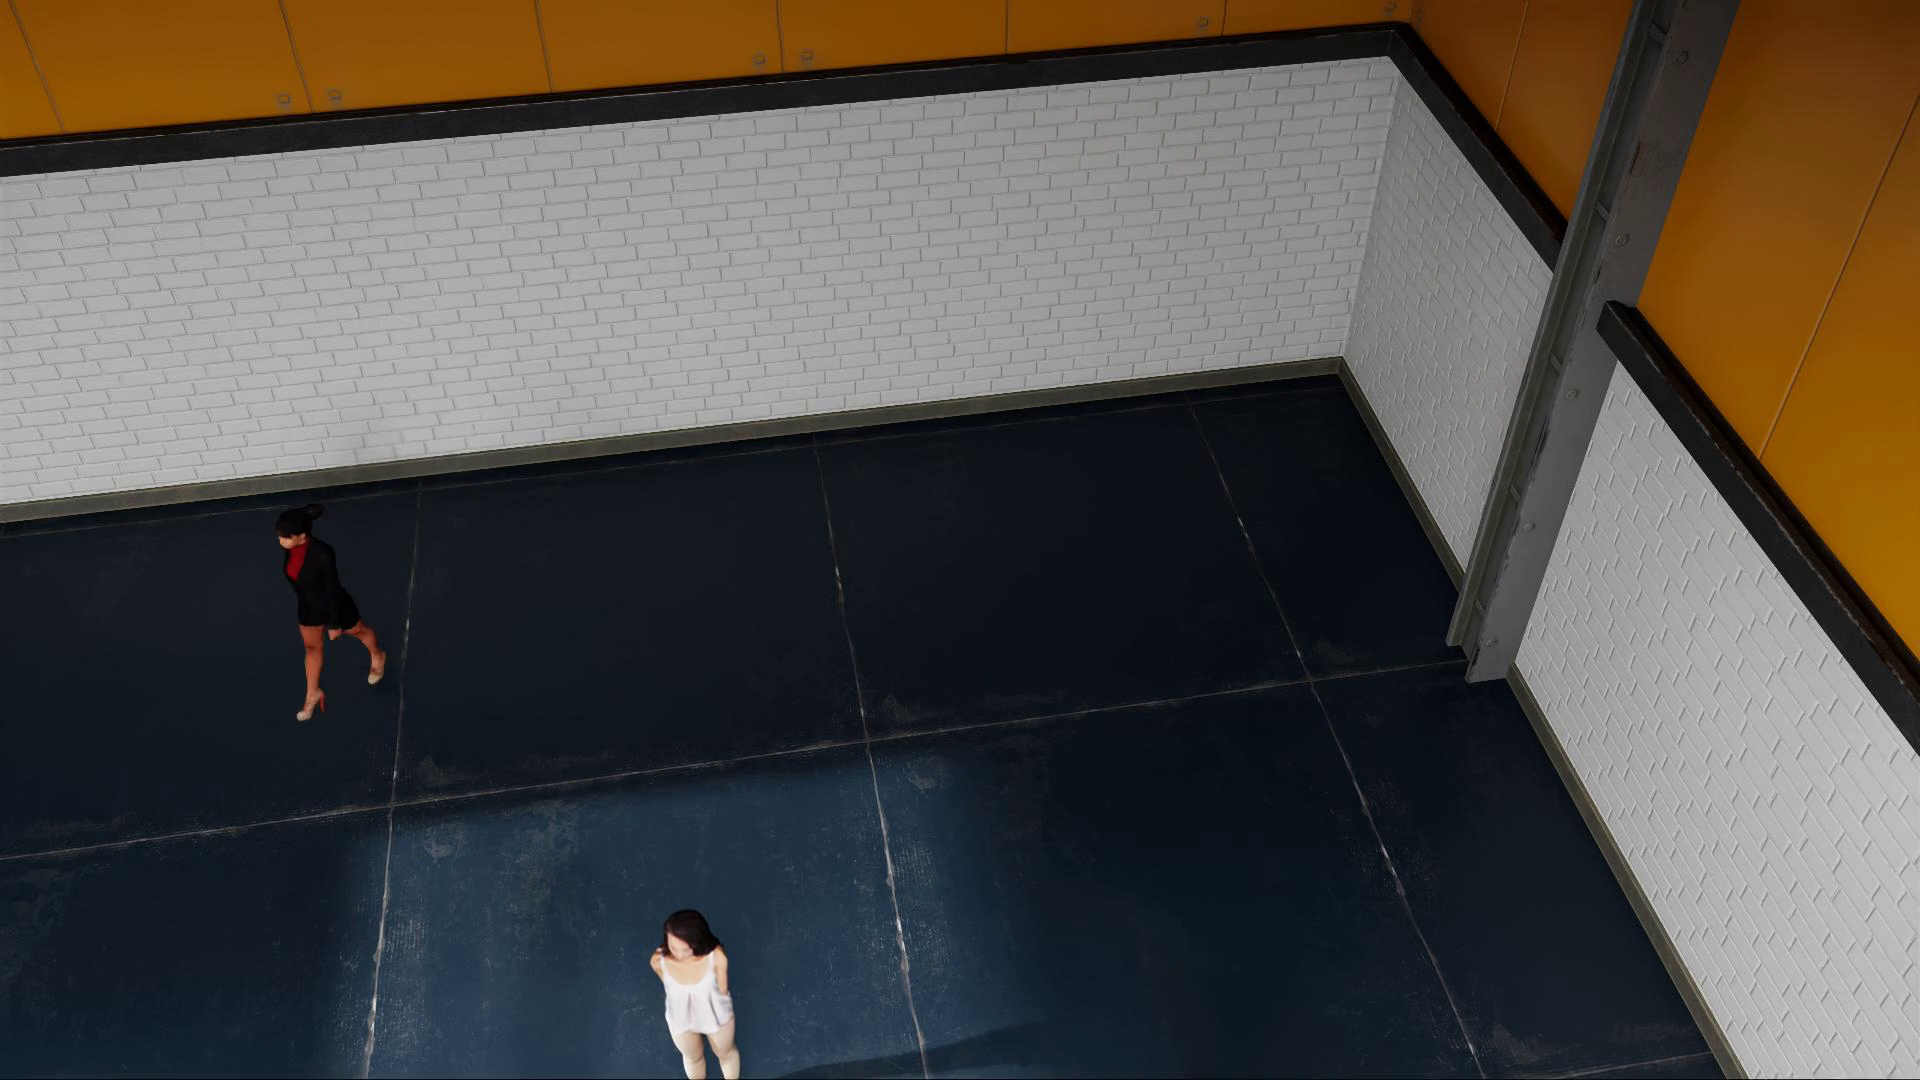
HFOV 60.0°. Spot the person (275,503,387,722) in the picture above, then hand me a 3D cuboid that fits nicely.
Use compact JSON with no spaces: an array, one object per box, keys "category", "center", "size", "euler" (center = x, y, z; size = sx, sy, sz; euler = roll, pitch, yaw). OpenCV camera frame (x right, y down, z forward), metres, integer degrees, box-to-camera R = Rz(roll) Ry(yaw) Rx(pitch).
[{"category":"person","center":[-3.956,0.382,10.580],"size":[0.899,1.612,1.010],"euler":[19,47,19]}]

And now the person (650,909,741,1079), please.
[{"category":"person","center":[-1.324,2.384,8.448],"size":[0.545,1.654,0.619],"euler":[-5,44,-5]}]
